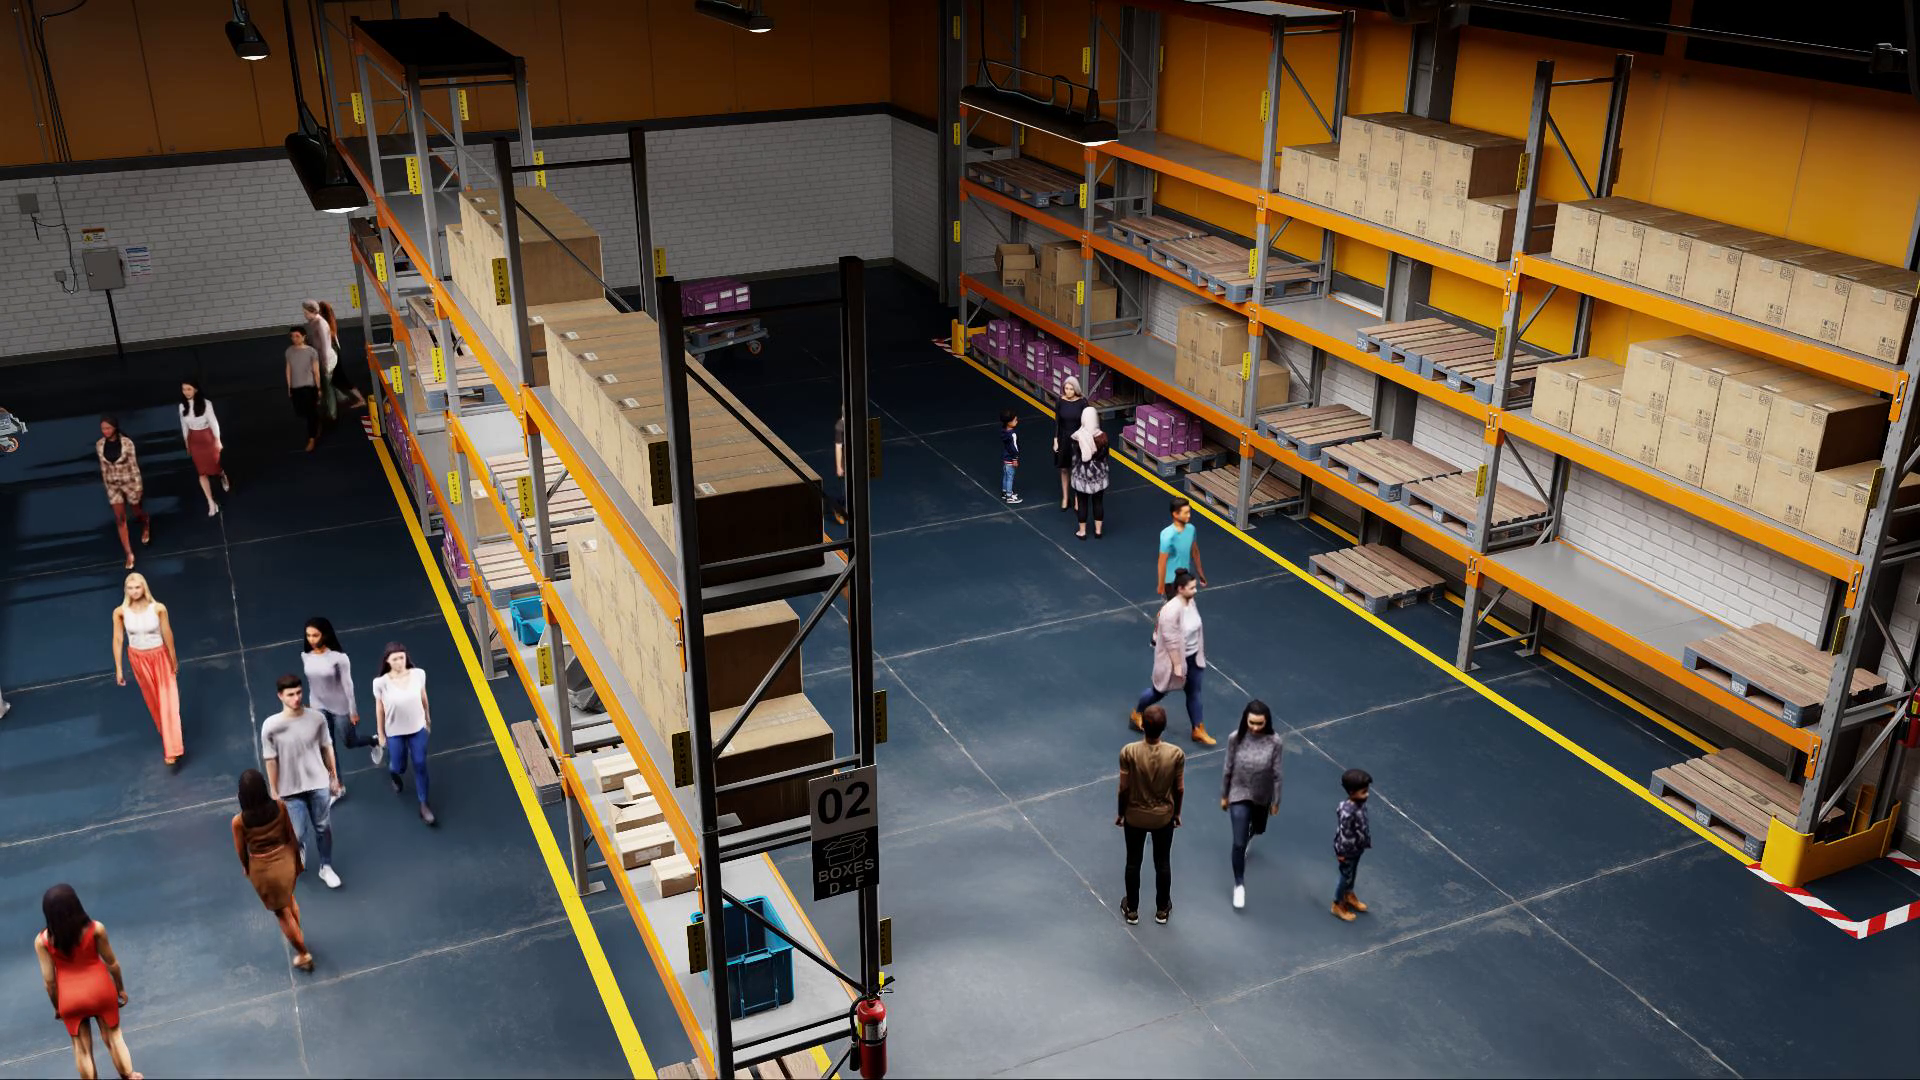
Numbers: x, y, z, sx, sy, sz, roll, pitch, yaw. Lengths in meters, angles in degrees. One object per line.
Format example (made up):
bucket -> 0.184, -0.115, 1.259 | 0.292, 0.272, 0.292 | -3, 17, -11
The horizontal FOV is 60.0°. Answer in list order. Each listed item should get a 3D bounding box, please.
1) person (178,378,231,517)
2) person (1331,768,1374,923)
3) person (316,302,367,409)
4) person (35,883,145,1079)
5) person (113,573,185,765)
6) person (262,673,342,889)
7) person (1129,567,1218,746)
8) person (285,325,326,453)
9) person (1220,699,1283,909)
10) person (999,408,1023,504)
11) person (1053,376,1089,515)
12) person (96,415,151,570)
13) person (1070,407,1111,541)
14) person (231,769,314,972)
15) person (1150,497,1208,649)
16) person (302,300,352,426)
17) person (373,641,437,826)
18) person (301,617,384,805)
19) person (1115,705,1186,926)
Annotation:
person -> -9.248, -1.169, 20.405 | 0.805, 1.739, 0.944 | 0, 24, -1
person -> 3.027, 2.345, 12.977 | 0.633, 1.249, 0.600 | 21, 31, 39
person -> -8.933, -2.600, 23.888 | 0.900, 1.571, 1.132 | -2, 24, -4
person -> -5.730, 2.994, 10.906 | 0.595, 1.719, 0.504 | -12, 26, -25
person -> -7.375, 1.106, 15.163 | 0.790, 1.768, 1.184 | -6, 24, -13
person -> -5.249, 1.899, 13.219 | 0.762, 1.873, 0.841 | -17, 29, -33
person -> 1.927, 1.065, 15.332 | 1.202, 1.708, 0.951 | 20, 30, 38
person -> -8.875, -2.103, 22.588 | 0.925, 1.700, 1.076 | 2, 24, 5
person -> 2.320, 1.993, 13.219 | 1.008, 1.699, 1.203 | 3, 24, 6
person -> 0.624, -1.068, 20.821 | 0.608, 1.221, 0.473 | -6, 24, -14
person -> 1.365, -1.178, 20.420 | 0.712, 1.743, 0.744 | 4, 24, 9
person -> -9.560, -0.601, 19.080 | 0.787, 1.759, 1.146 | -4, 24, -8
person -> 1.533, -0.788, 19.663 | 0.698, 1.635, 0.702 | -4, 24, -9
person -> -4.984, 2.475, 12.163 | 0.806, 1.663, 0.719 | 18, 29, 35
person -> 2.102, 0.373, 16.867 | 1.047, 1.747, 0.874 | 18, 29, 35
person -> -8.852, -2.519, 23.370 | 0.893, 1.837, 0.826 | -15, 28, -30
person -> -4.750, 1.608, 14.141 | 0.711, 1.667, 0.976 | -16, 28, -32
person -> -5.416, 1.420, 14.511 | 0.968, 1.716, 1.085 | 5, 24, 11
person -> 1.450, 2.106, 12.772 | 0.748, 1.851, 0.730 | 1, 24, 2
